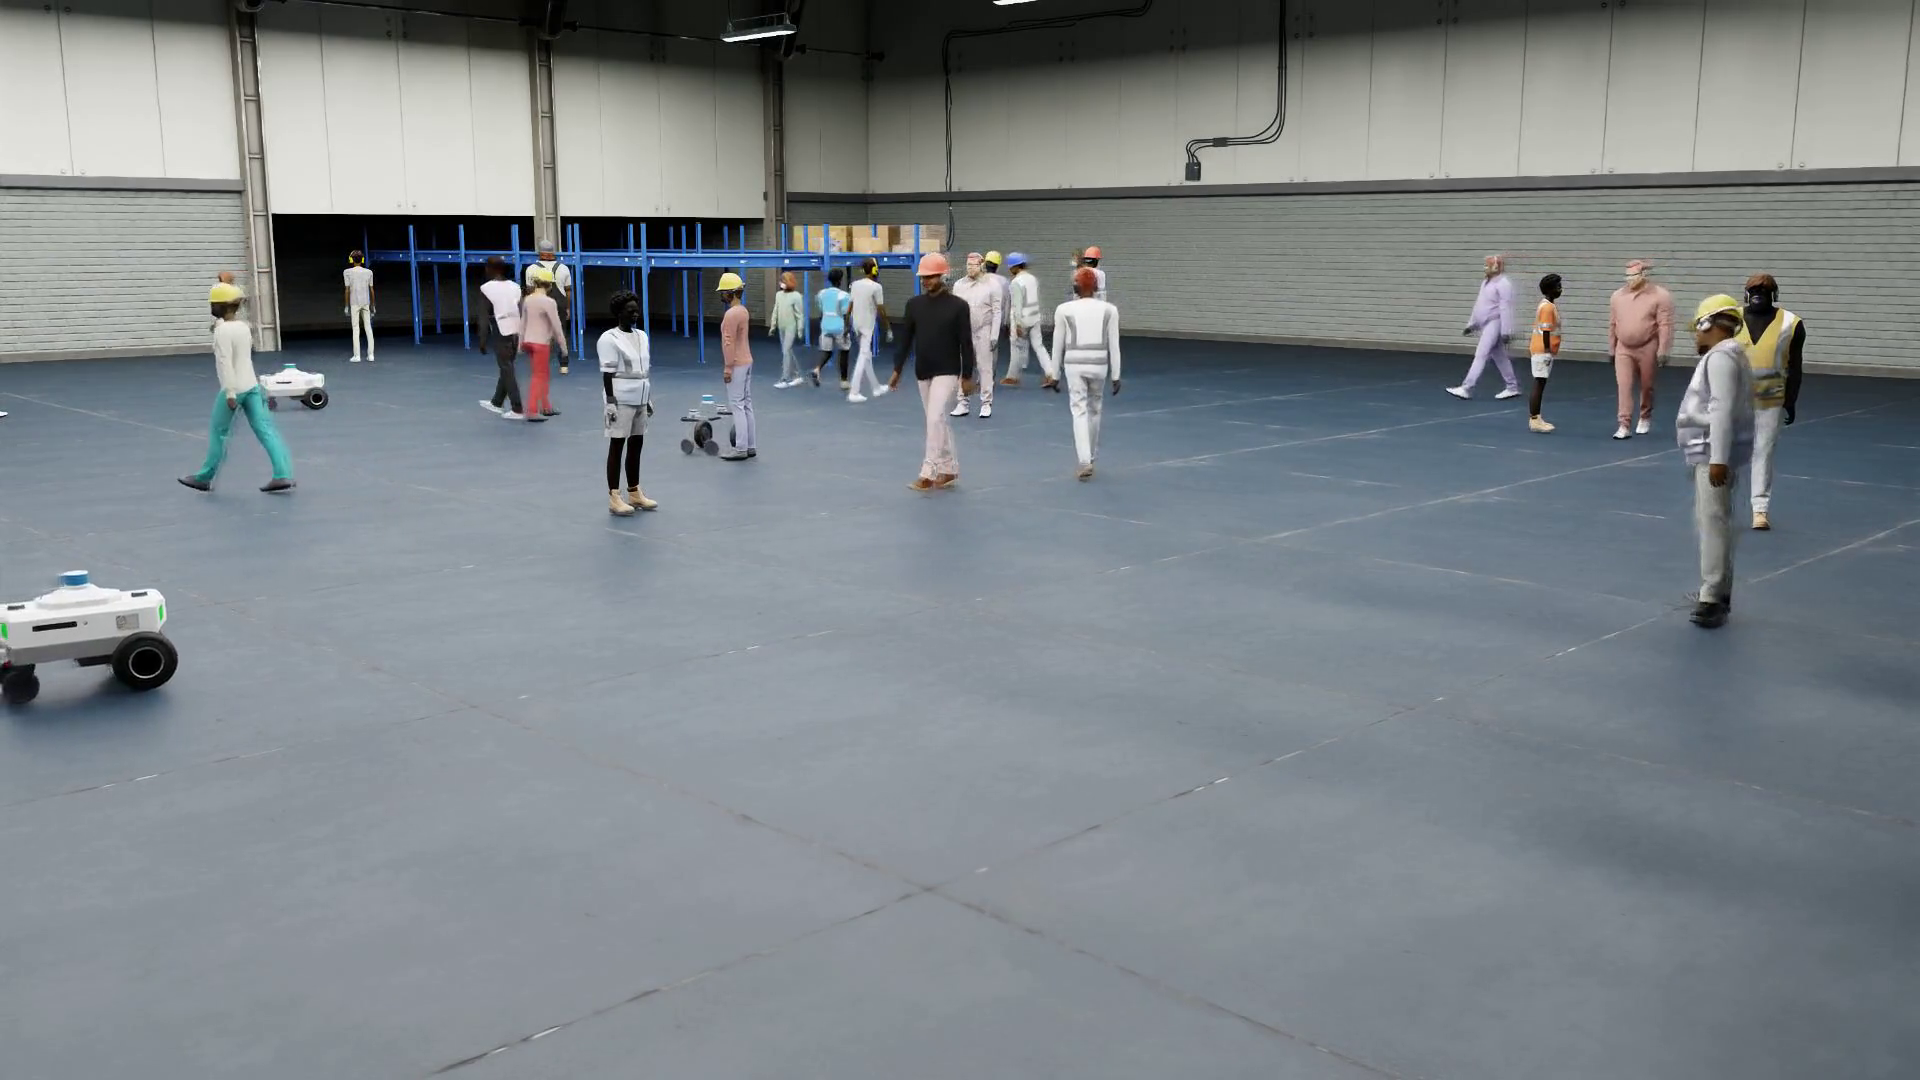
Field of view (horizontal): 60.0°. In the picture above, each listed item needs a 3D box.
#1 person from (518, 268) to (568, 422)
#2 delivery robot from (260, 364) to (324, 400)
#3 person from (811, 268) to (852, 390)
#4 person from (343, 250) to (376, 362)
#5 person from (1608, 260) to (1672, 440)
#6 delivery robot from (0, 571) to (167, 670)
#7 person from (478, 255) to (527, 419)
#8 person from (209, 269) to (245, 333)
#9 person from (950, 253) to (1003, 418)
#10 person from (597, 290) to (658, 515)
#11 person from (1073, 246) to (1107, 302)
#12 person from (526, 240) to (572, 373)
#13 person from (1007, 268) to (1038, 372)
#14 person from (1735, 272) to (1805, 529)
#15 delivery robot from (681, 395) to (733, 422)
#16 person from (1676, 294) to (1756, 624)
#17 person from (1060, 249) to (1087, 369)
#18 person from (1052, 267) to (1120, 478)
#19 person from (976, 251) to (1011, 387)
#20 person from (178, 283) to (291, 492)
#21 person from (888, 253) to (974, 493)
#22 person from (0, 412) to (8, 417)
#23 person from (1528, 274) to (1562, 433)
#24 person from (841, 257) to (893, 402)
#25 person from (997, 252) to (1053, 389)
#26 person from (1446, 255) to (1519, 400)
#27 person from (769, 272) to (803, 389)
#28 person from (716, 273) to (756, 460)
[{"bbox_3d":[-4.765,-2.243,19.085,0.587,1.731,0.745,8,13,38],"label":"person"},{"bbox_3d":[-8.199,-1.921,20.420,0.707,0.478,0.477,-6,12,-30],"label":"delivery robot"},{"bbox_3d":[-1.748,-2.877,22.709,0.535,1.674,0.634,6,12,29],"label":"person"},{"bbox_3d":[-10.111,-3.938,28.004,0.515,1.865,0.312,-8,13,-38],"label":"person"},{"bbox_3d":[7.185,-2.021,17.583,0.653,1.863,0.930,8,13,38],"label":"person"},{"bbox_3d":[-4.140,0.388,7.826,0.707,0.478,0.477,-7,13,-33],"label":"delivery robot"},{"bbox_3d":[-5.438,-2.379,19.507,0.914,1.876,0.599,6,12,28],"label":"person"},{"bbox_3d":[-10.748,-3.178,24.511,0.642,1.613,0.514,7,12,32],"label":"person"},{"bbox_3d":[0.165,-2.393,19.443,0.642,1.909,0.410,5,11,23],"label":"person"},{"bbox_3d":[-2.540,-1.056,12.723,0.316,1.696,0.540,5,12,25],"label":"person"},{"bbox_3d":[2.009,-3.511,25.455,0.551,1.935,0.371,7,12,33],"label":"person"},{"bbox_3d":[-6.319,-3.555,25.530,0.688,2.000,0.539,-5,11,-24],"label":"person"},{"bbox_3d":[0.970,-3.454,26.057,0.513,1.604,0.796,-1,10,-5],"label":"person"},{"bbox_3d":[5.744,-1.009,12.075,0.619,1.845,0.430,6,12,29],"label":"person"},{"bbox_3d":[-2.489,-1.315,16.404,0.335,0.223,0.698,5,11,23],"label":"delivery robot"},{"bbox_3d":[4.175,-0.453,9.223,0.407,1.784,0.706,5,12,27],"label":"person"},{"bbox_3d":[1.812,-3.590,25.997,0.963,1.890,0.658,-4,11,-23],"label":"person"},{"bbox_3d":[1.118,-1.483,14.692,0.579,1.844,0.979,-1,10,-6],"label":"person"},{"bbox_3d":[0.399,-3.076,23.205,0.620,1.897,0.577,-1,10,-5],"label":"person"},{"bbox_3d":[-5.987,-1.245,13.683,0.931,1.715,0.543,1,10,5],"label":"person"},{"bbox_3d":[-0.275,-1.368,13.701,0.617,1.953,0.917,8,13,36],"label":"person"},{"bbox_3d":[-11.483,-2.389,19.409,0.643,1.913,0.408,8,13,38],"label":"person"},{"bbox_3d":[6.343,-2.029,18.028,0.322,1.697,0.532,3,11,18],"label":"person"},{"bbox_3d":[-1.163,-2.714,21.434,0.580,1.814,0.951,9,14,40],"label":"person"},{"bbox_3d":[0.951,-3.038,23.072,0.969,1.880,0.676,8,13,36],"label":"person"},{"bbox_3d":[6.827,-2.735,21.466,1.021,1.853,0.657,0,10,0],"label":"person"},{"bbox_3d":[-2.413,-2.948,23.308,0.503,1.632,0.574,10,14,43],"label":"person"},{"bbox_3d":[-2.141,-1.648,15.793,0.335,1.757,0.517,1,10,6],"label":"person"}]
